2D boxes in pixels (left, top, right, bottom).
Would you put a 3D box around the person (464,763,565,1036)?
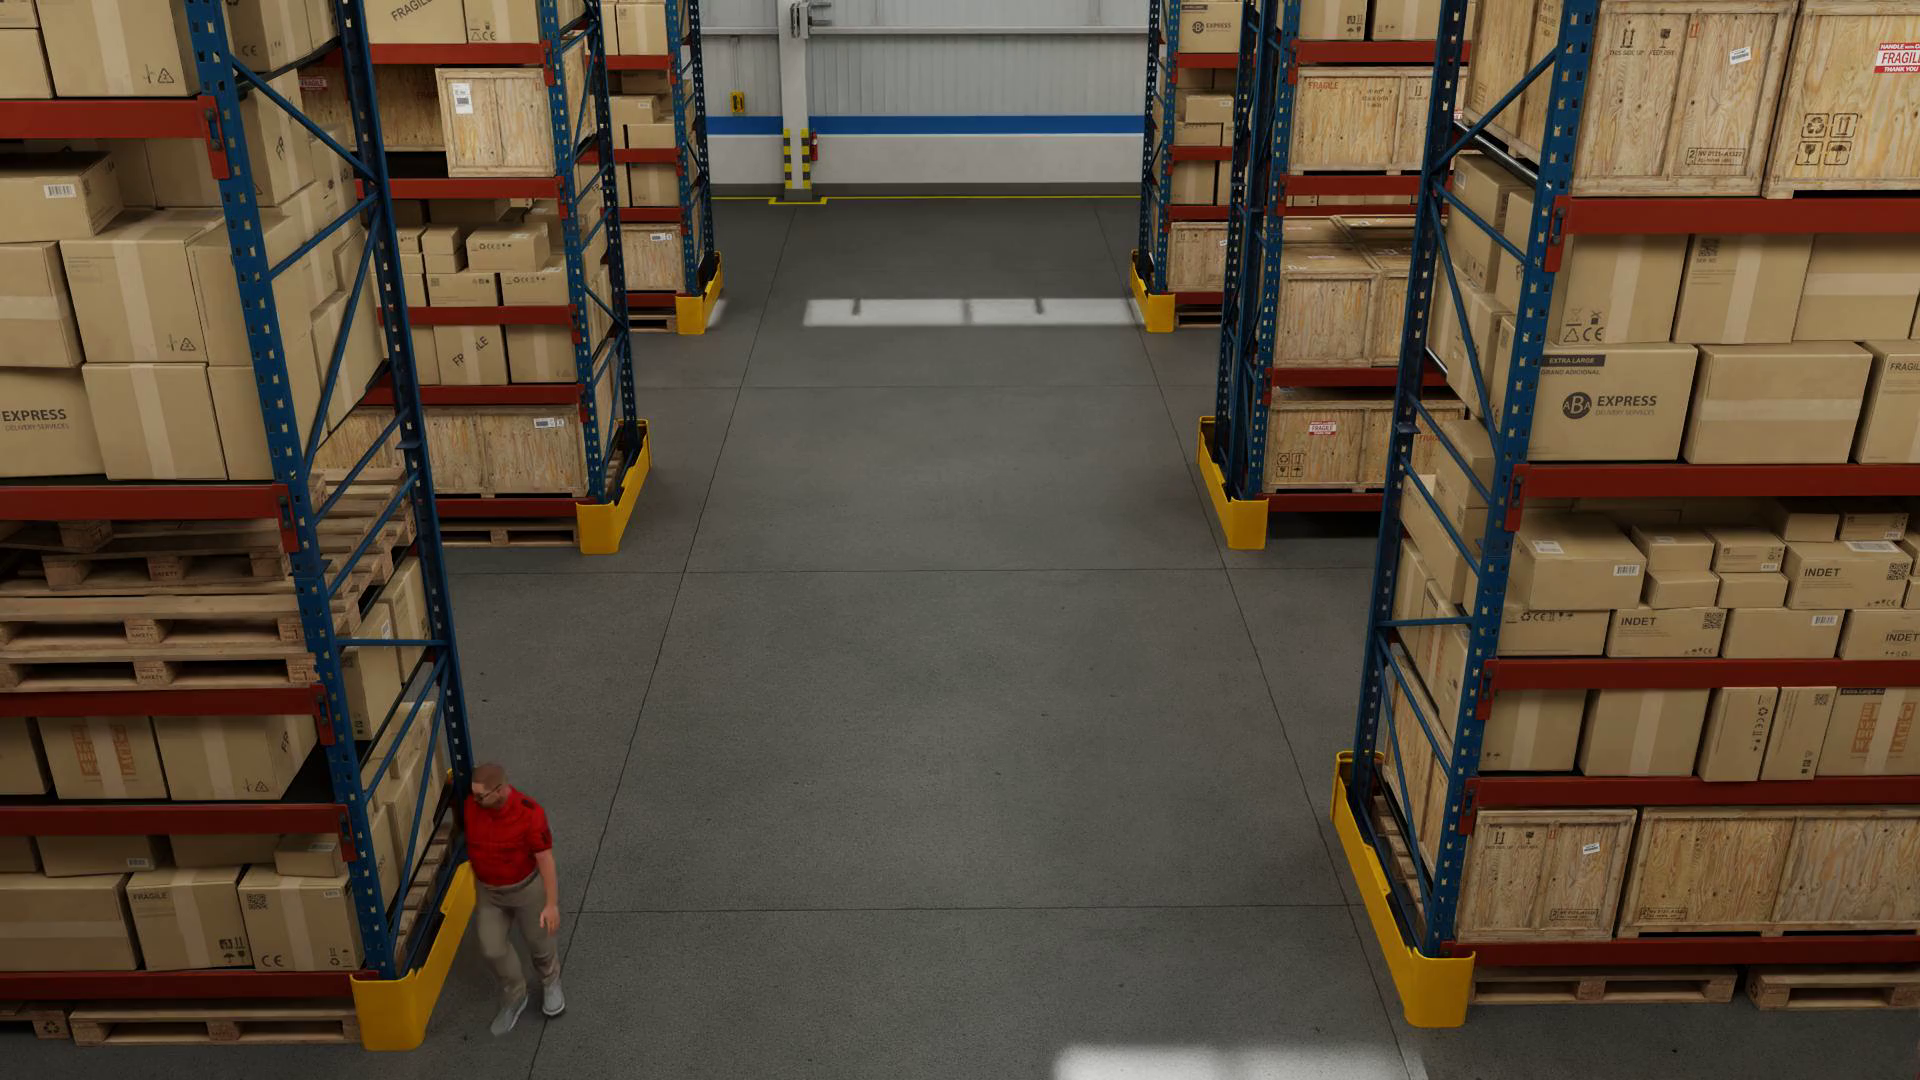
[{"bbox_3d":[-2.549,2.039,9.574,0.636,1.771,0.490,4,25,8],"label":"person"}]
